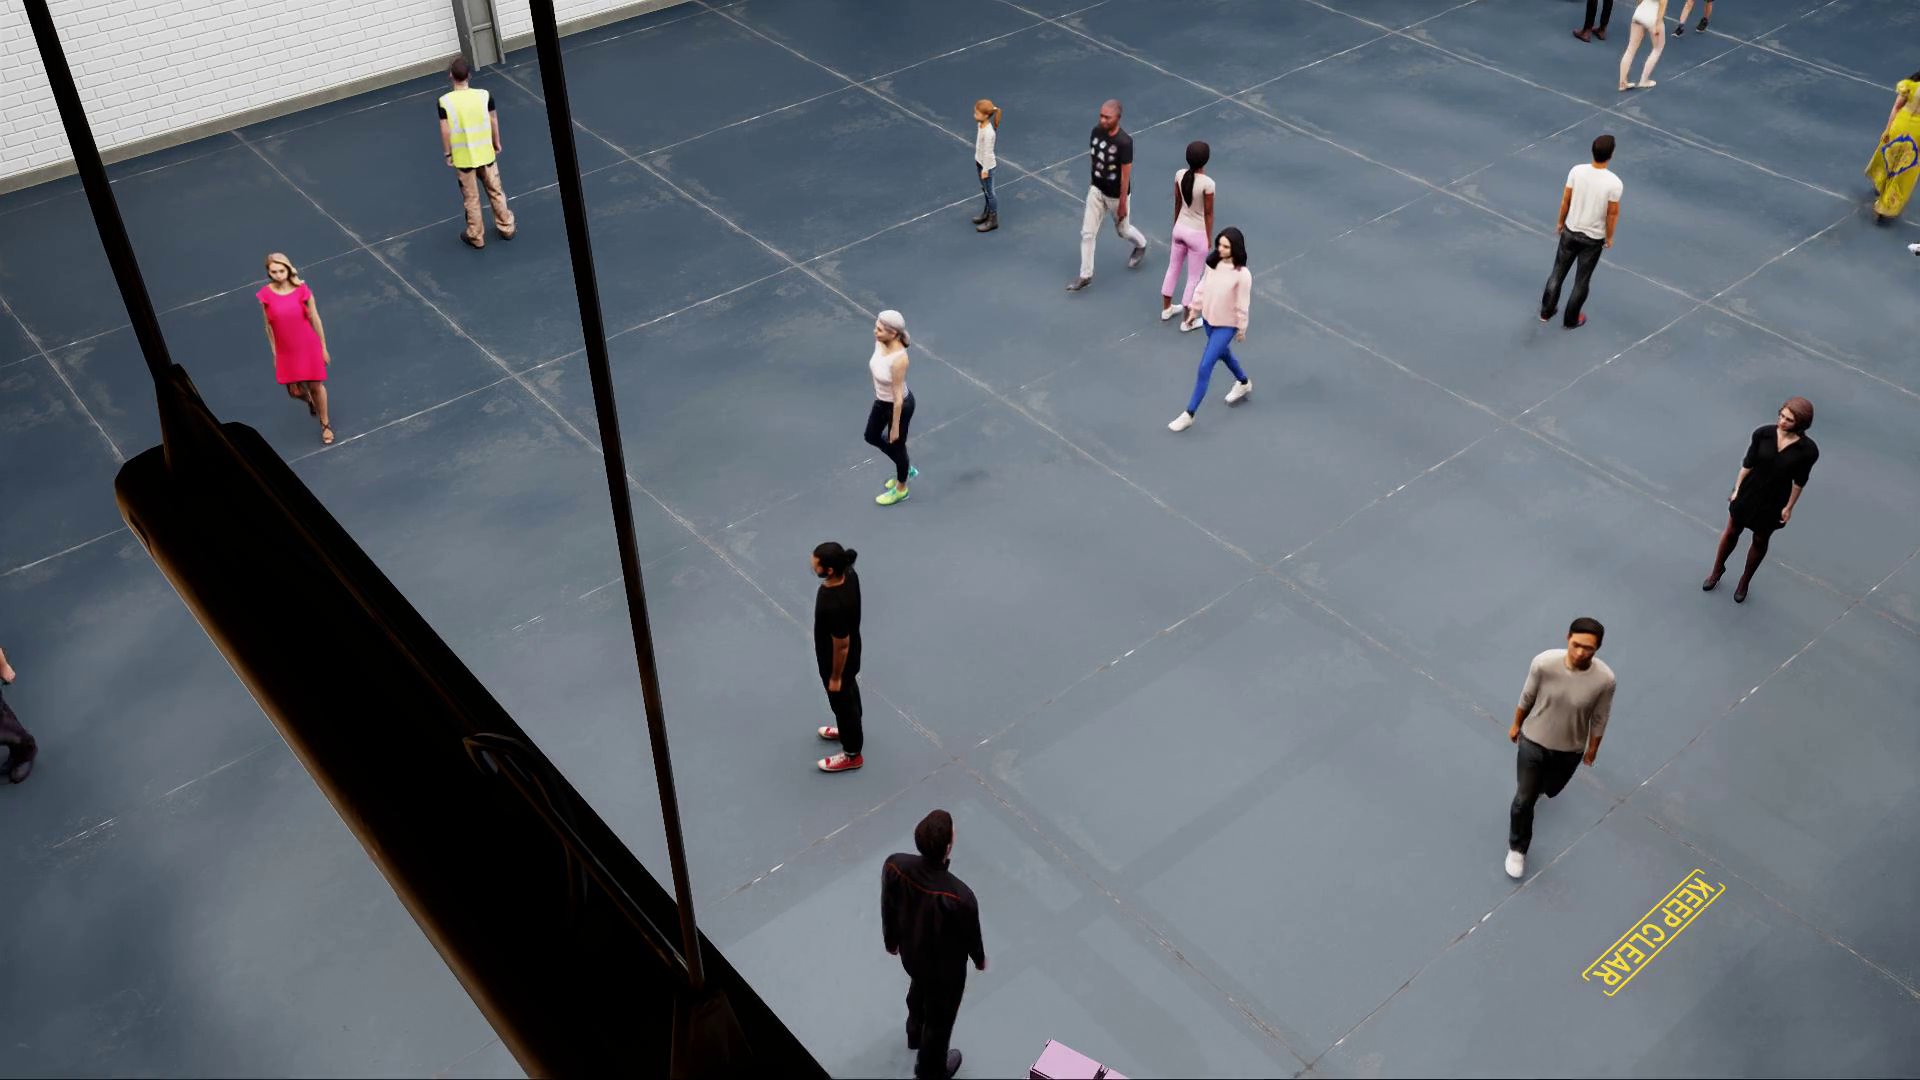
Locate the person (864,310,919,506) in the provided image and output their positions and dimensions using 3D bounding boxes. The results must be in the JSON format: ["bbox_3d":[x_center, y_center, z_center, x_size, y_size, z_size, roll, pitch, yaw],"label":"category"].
[{"bbox_3d":[-0.415,-1.007,12.498,0.719,1.697,0.700,-14,41,-17],"label":"person"}]

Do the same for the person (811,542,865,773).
[{"bbox_3d":[-0.742,0.703,10.310,0.750,1.756,0.714,-1,39,-1],"label":"person"}]

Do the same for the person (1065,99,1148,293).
[{"bbox_3d":[1.430,-3.159,15.141,0.776,1.763,1.279,30,47,32],"label":"person"}]

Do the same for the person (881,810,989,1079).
[{"bbox_3d":[-0.184,2.152,8.386,0.745,1.894,0.750,28,46,31],"label":"person"}]

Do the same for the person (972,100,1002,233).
[{"bbox_3d":[0.261,-3.633,16.095,0.565,1.312,0.532,-8,39,-10],"label":"person"}]

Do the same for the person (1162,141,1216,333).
[{"bbox_3d":[2.017,-2.669,14.545,0.532,1.739,0.558,-29,47,-31],"label":"person"}]

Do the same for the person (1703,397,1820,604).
[{"bbox_3d":[5.603,-0.293,11.599,0.623,1.704,0.562,27,46,30],"label":"person"}]

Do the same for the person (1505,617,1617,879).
[{"bbox_3d":[3.496,1.115,9.767,0.973,1.790,1.162,13,41,16],"label":"person"}]

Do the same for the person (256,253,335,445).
[{"bbox_3d":[-5.231,-1.557,13.173,0.780,1.714,0.806,-8,39,-10],"label":"person"}]

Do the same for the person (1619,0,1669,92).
[{"bbox_3d":[7.607,-5.778,18.525,0.710,1.631,0.629,-21,43,-24],"label":"person"}]

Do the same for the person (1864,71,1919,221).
[{"bbox_3d":[9.229,-3.894,16.189,0.941,1.602,1.304,25,45,28],"label":"person"}]

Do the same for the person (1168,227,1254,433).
[{"bbox_3d":[2.159,-1.748,13.403,1.220,1.726,0.784,-21,43,-24],"label":"person"}]

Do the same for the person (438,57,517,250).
[{"bbox_3d":[-4.602,-3.641,15.681,0.664,1.841,0.837,-25,45,-28],"label":"person"}]

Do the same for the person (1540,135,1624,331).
[{"bbox_3d":[5.438,-2.686,14.514,0.674,1.805,0.575,29,47,31],"label":"person"}]

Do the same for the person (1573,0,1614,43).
[{"bbox_3d":[7.679,-6.845,19.697,0.624,1.837,0.804,-15,41,-18],"label":"person"}]

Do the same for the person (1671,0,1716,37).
[{"bbox_3d":[8.991,-6.753,19.920,0.608,1.414,0.956,29,47,31],"label":"person"}]
